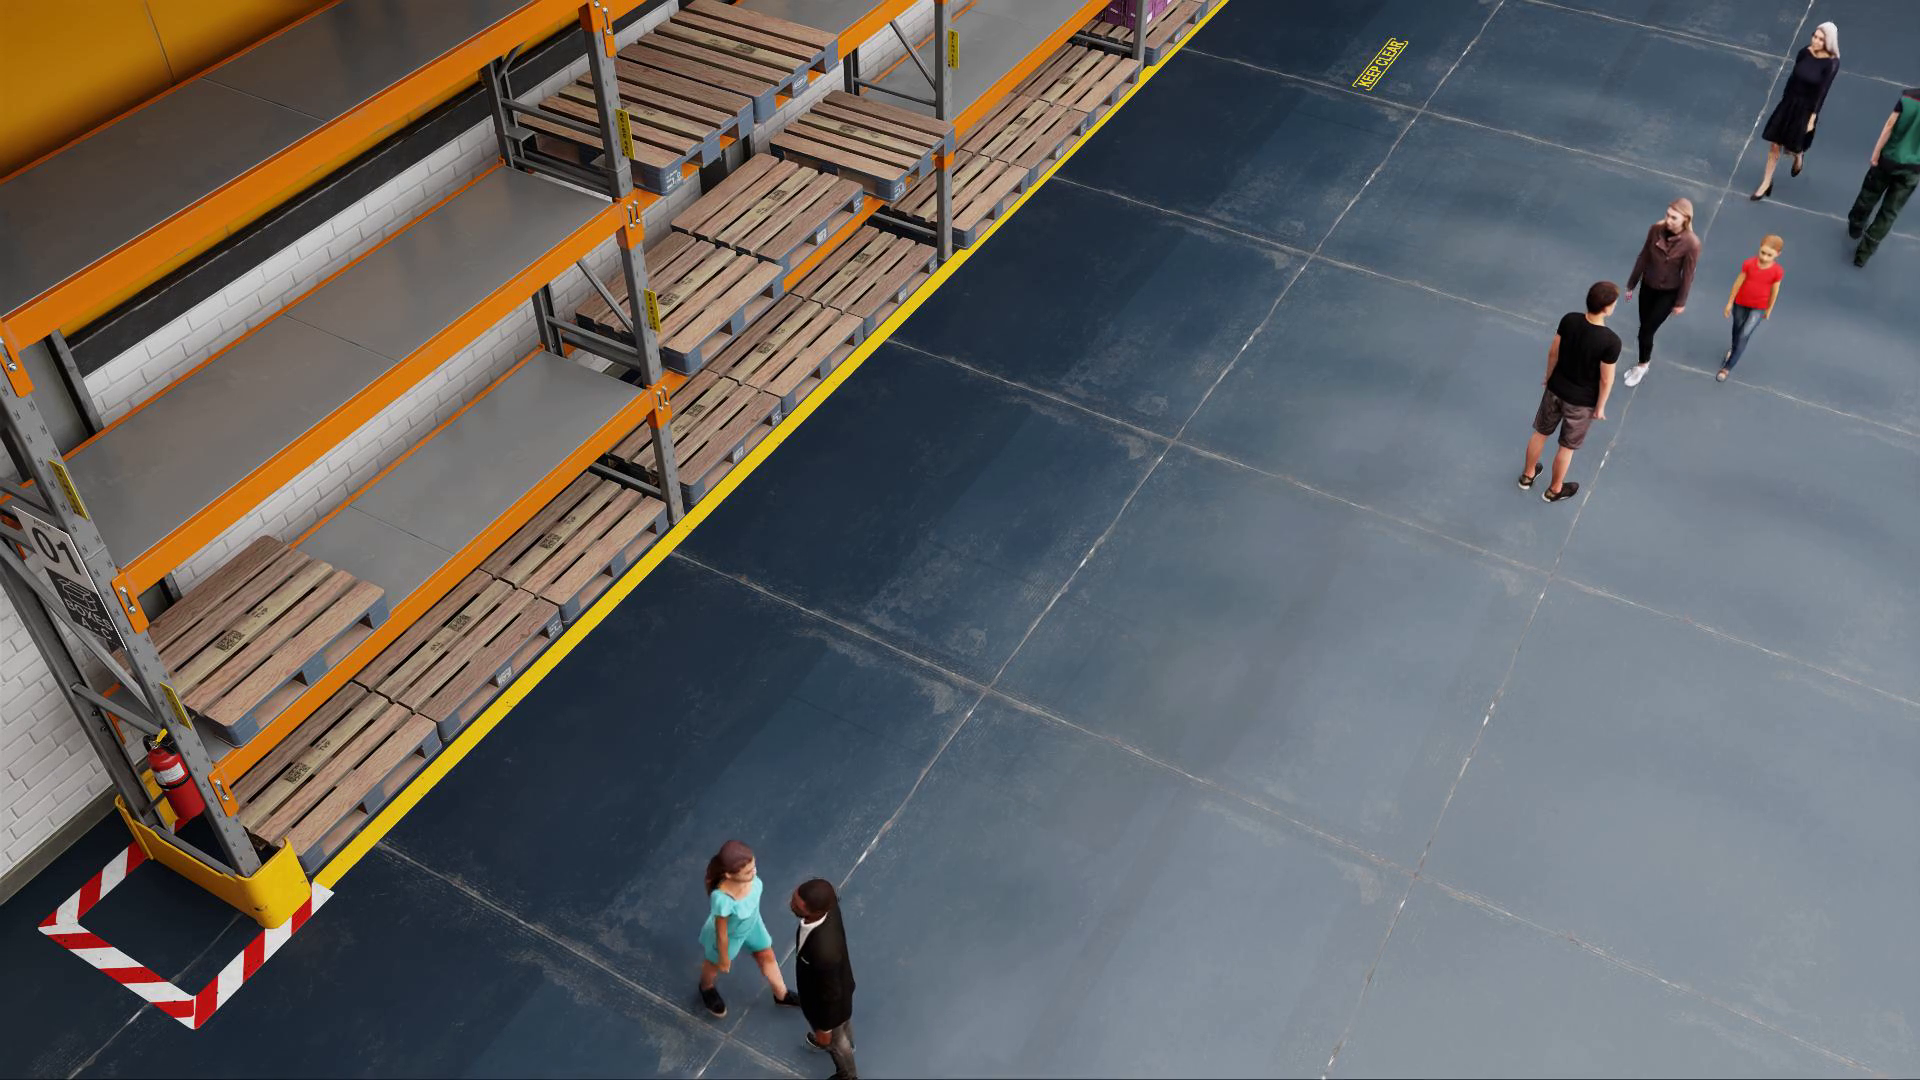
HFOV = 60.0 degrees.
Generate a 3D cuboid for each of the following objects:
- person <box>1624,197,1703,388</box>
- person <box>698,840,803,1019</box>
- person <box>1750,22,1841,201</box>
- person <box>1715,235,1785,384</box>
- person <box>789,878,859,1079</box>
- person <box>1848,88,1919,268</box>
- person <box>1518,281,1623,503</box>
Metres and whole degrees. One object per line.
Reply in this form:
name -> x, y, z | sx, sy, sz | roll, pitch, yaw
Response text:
person -> 5.594, -1.994, 13.180 | 0.731, 1.684, 0.716 | -24, 48, -23
person -> -1.279, 2.088, 9.011 | 0.700, 1.525, 0.882 | 17, 46, 17
person -> 7.673, -3.898, 15.144 | 0.968, 1.732, 0.844 | -23, 48, -22
person -> 6.393, -1.931, 13.408 | 0.562, 1.279, 0.898 | 28, 50, 27
person -> -0.692, 2.290, 8.599 | 0.815, 1.800, 0.726 | -5, 44, -5
person -> 8.108, -3.211, 14.325 | 0.743, 1.867, 1.031 | 18, 47, 18
person -> 4.443, -1.083, 12.096 | 0.705, 1.861, 0.749 | -30, 51, -28
